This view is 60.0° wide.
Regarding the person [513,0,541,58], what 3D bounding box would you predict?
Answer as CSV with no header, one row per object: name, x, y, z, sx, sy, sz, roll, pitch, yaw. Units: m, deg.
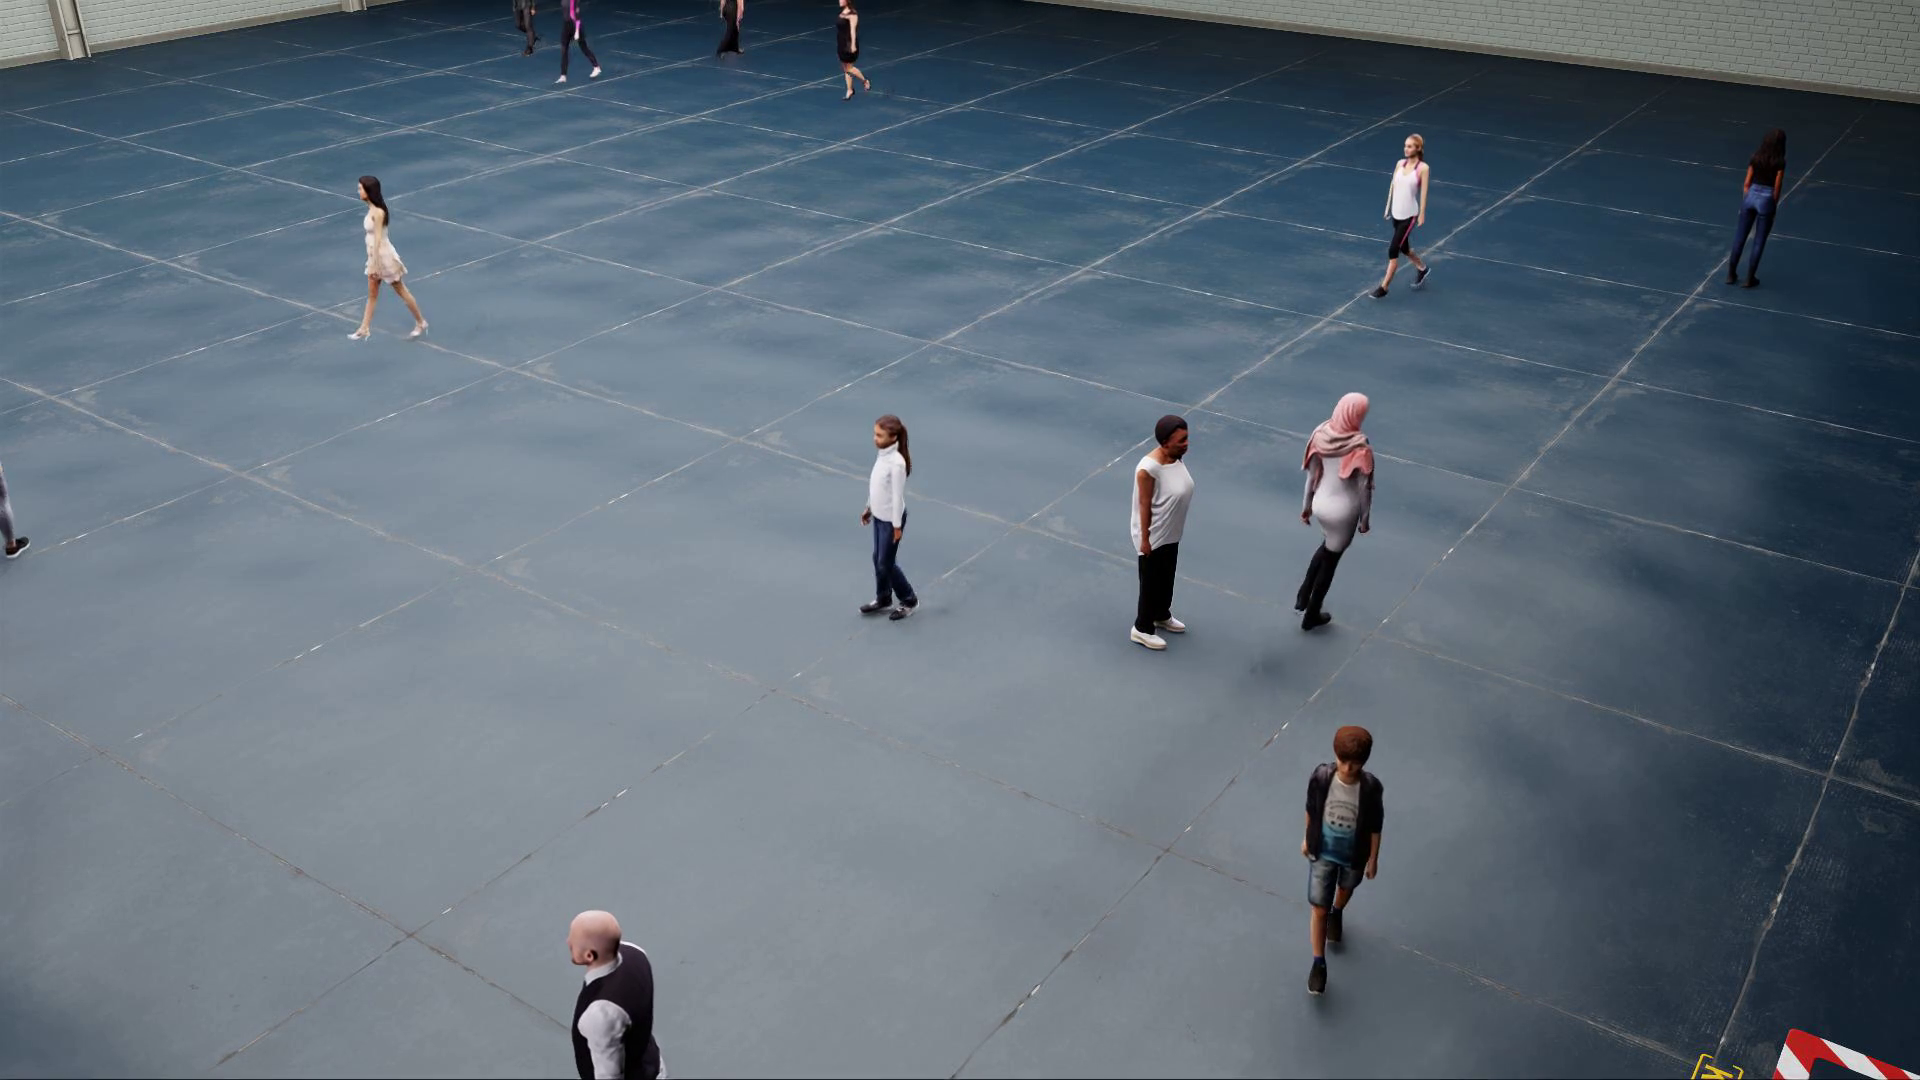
person,-7.506,-9.294,28.803,0.696,1.706,0.765,16,31,29

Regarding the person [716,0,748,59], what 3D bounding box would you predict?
person,-4.124,-9.307,29.508,0.640,1.558,1.021,20,33,33

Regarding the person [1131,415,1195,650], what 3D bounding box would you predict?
person,1.389,-0.077,11.443,0.698,1.687,0.529,17,32,30

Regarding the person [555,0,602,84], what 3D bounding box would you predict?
person,-6.402,-8.545,27.878,0.565,1.695,1.171,18,32,31

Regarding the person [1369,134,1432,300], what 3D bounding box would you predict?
person,4.886,-3.506,18.027,1.222,1.755,0.919,-16,31,-28

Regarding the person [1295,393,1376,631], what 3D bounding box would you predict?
person,2.538,-0.142,11.459,0.711,1.786,0.693,-24,35,-38

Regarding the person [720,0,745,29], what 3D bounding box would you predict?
person,-4.269,-9.978,30.942,0.732,1.438,0.793,-7,28,-12

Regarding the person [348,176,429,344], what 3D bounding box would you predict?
person,-5.683,-2.786,16.699,1.111,1.691,0.890,-14,30,-25

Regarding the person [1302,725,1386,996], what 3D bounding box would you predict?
person,1.969,1.562,8.562,0.763,1.409,1.015,6,28,12

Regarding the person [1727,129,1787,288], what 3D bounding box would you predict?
person,8.806,-3.660,18.350,0.577,1.733,0.570,24,36,39

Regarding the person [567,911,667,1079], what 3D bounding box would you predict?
person,-1.364,2.253,6.769,0.847,1.821,0.748,0,27,0

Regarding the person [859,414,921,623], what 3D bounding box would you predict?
person,-0.455,-0.177,11.785,0.766,1.549,0.708,-11,29,-20

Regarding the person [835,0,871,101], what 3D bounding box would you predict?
person,-1.700,-7.901,26.613,0.941,1.709,0.864,-9,29,-17
